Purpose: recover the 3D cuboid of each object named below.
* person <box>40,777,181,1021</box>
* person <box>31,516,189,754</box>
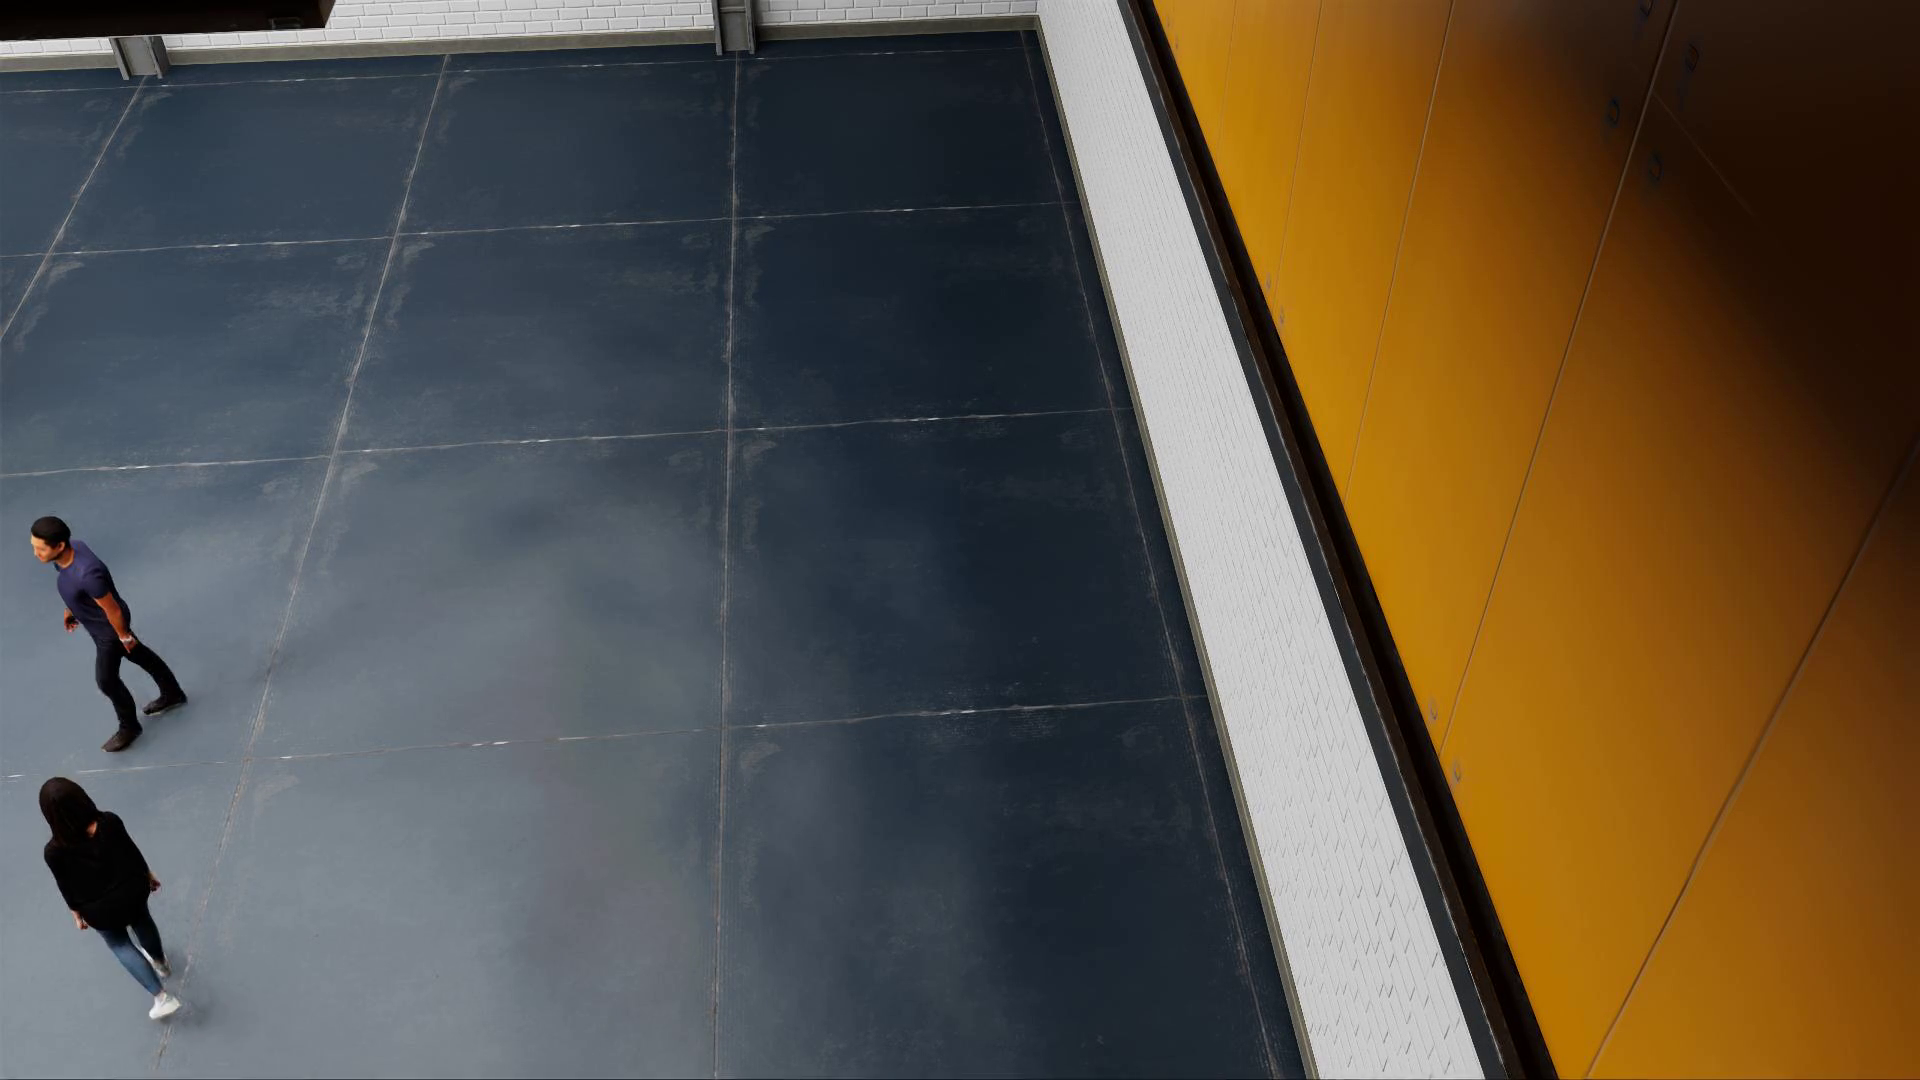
[{"bbox_3d":[-4.455,1.915,8.794,0.942,1.626,0.893,30,51,27],"label":"person"},{"bbox_3d":[-5.159,0.463,10.215,0.978,1.769,0.903,-31,52,-29],"label":"person"}]
